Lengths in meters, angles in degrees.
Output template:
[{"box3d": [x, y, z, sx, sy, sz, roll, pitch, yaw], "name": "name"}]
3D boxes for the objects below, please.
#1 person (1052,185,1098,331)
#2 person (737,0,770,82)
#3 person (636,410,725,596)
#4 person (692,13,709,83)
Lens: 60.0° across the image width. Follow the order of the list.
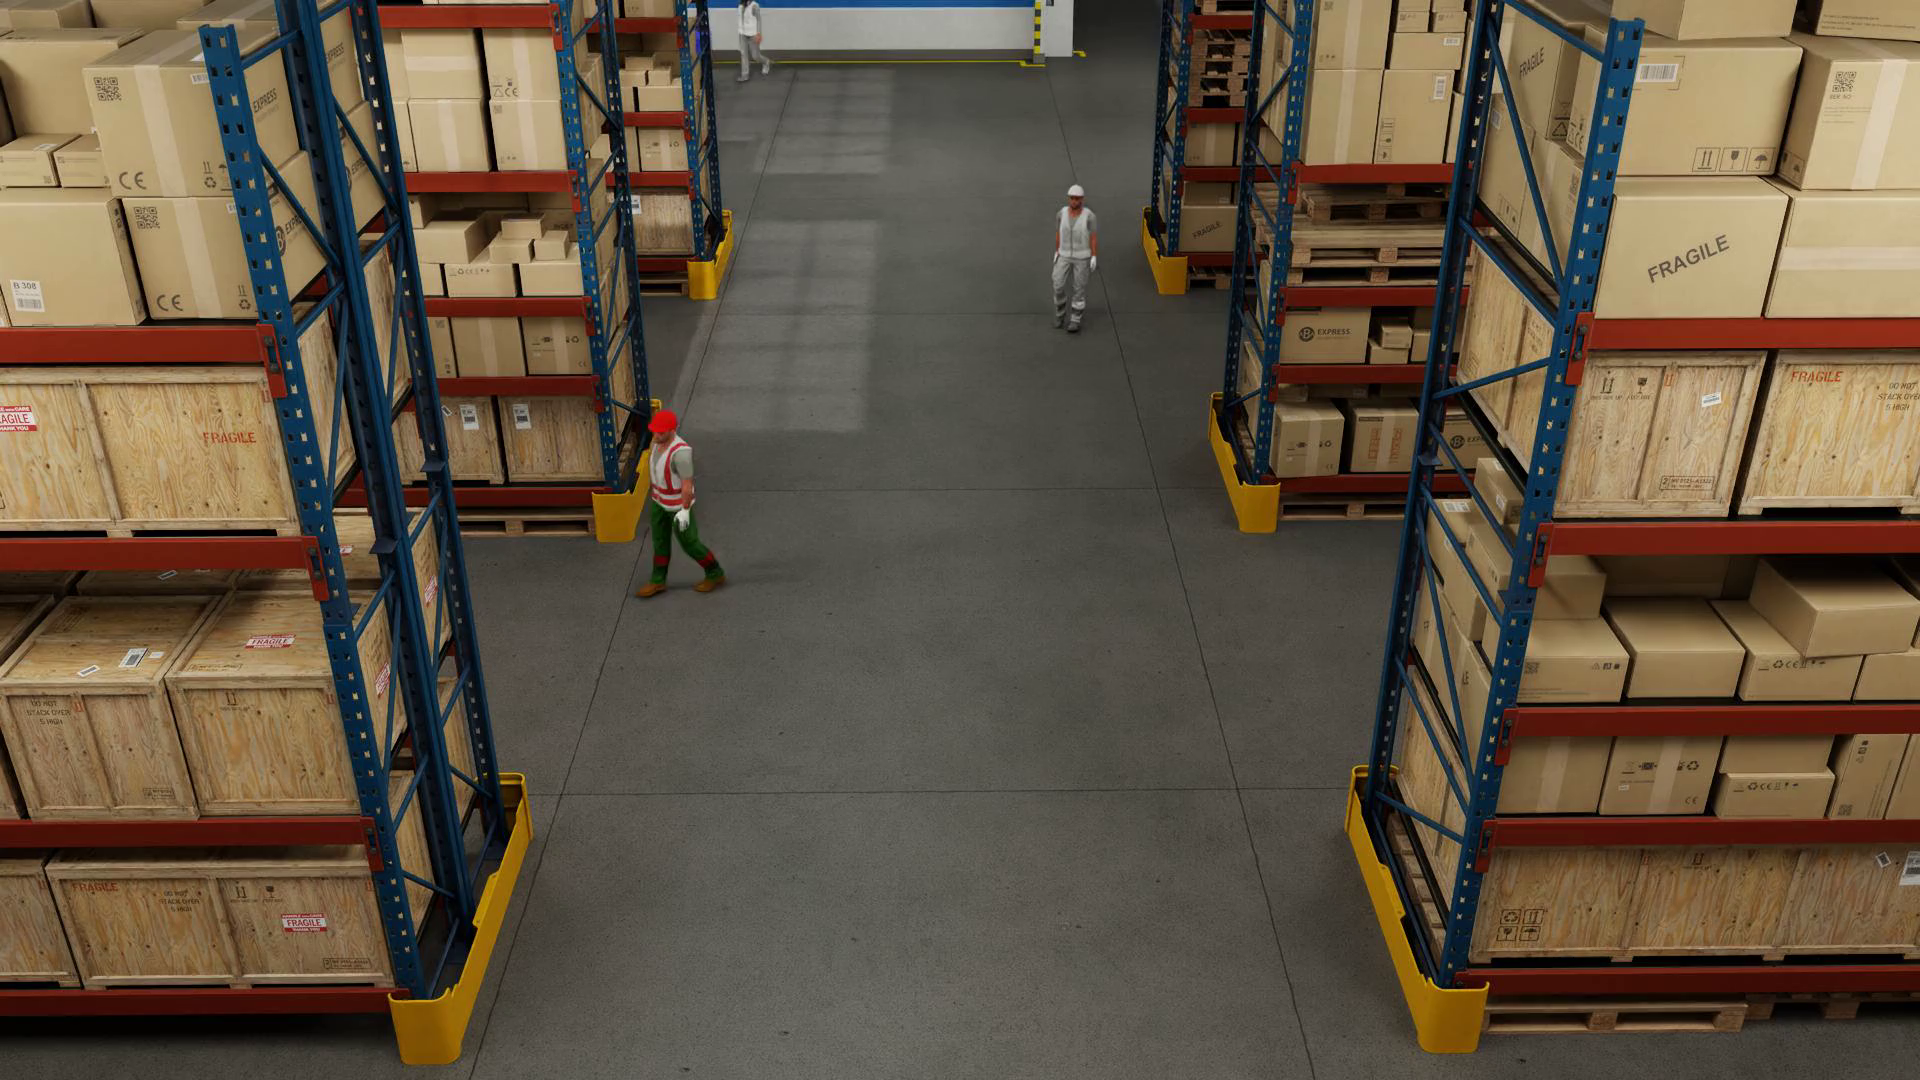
[{"box3d": [1.389, -3.410, 20.208, 0.561, 1.791, 0.456, 8, 29, 15], "name": "person"}, {"box3d": [-4.033, -9.802, 32.140, 0.541, 1.767, 0.793, 15, 32, 26], "name": "person"}, {"box3d": [-2.501, -0.331, 14.491, 0.725, 1.780, 0.582, -24, 37, -37], "name": "person"}, {"box3d": [-4.737, -8.738, 30.260, 0.450, 1.651, 0.645, 13, 31, 23], "name": "person"}]
